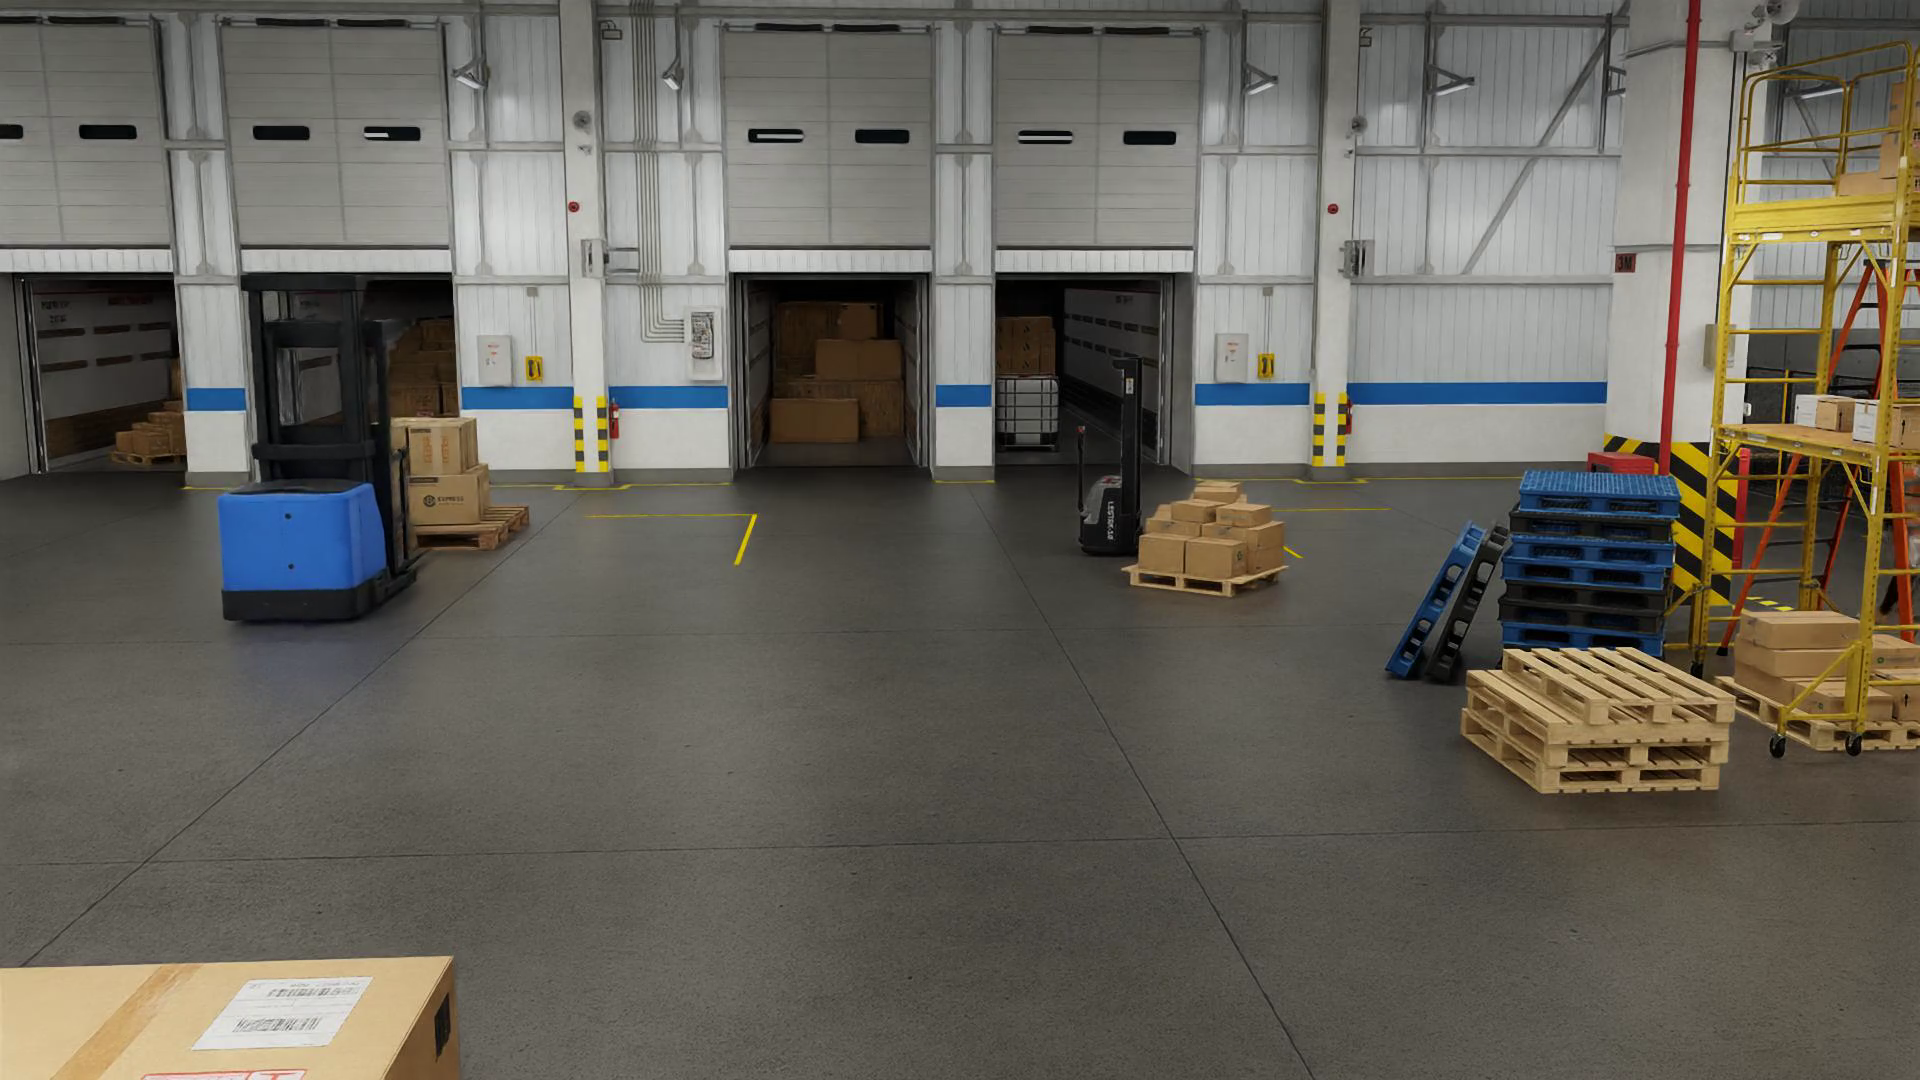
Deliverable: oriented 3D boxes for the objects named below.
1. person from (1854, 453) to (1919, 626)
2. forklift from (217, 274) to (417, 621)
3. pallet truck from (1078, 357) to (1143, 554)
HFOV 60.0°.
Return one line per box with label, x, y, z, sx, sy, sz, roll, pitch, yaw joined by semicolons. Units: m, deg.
person;7.483;-0.065;12.997;0.536;1.654;0.864;-6;11;-35
forklift;-5.438;-0.834;13.983;1.129;2.768;1.873;-1;9;-4
pallet truck;2.088;-0.836;16.757;1.885;1.965;0.823;2;9;13
